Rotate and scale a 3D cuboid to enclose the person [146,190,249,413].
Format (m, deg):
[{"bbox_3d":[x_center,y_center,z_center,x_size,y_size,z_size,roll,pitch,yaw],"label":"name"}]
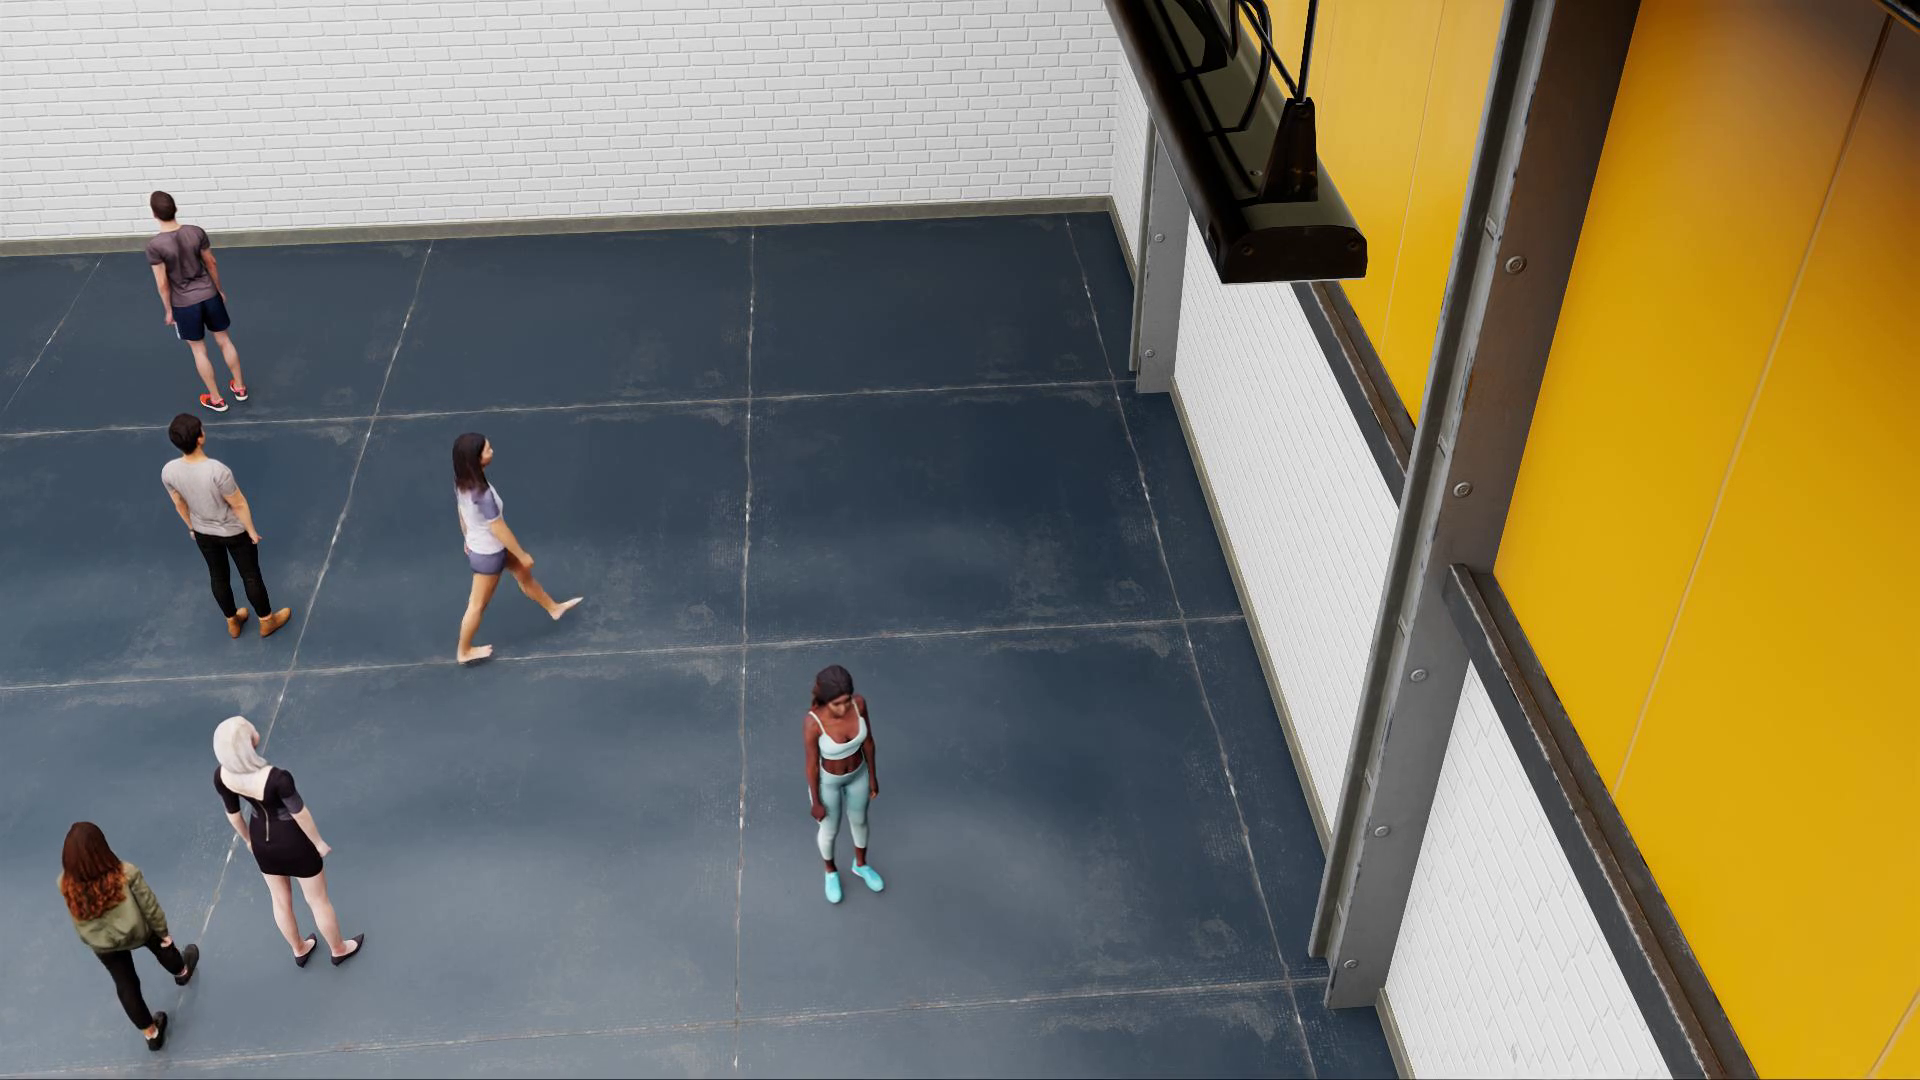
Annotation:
[{"bbox_3d":[-5.957,-1.859,12.958,0.770,1.853,0.717,29,47,31],"label":"person"}]

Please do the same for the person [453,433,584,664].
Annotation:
[{"bbox_3d":[-3.088,0.103,10.640,0.993,1.679,1.151,-20,43,-23],"label":"person"}]

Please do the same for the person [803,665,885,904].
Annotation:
[{"bbox_3d":[-0.655,1.311,9.091,0.646,1.724,0.662,-20,43,-24],"label":"person"}]

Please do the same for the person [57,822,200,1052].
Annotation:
[{"bbox_3d":[-4.240,2.045,8.391,0.695,1.453,0.883,-10,40,-12],"label":"person"}]

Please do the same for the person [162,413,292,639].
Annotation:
[{"bbox_3d":[-4.832,-0.086,10.843,0.640,1.722,0.571,3,39,3],"label":"person"}]

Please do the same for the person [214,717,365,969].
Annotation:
[{"bbox_3d":[-3.528,1.589,8.660,0.619,1.829,0.558,4,39,5],"label":"person"}]
